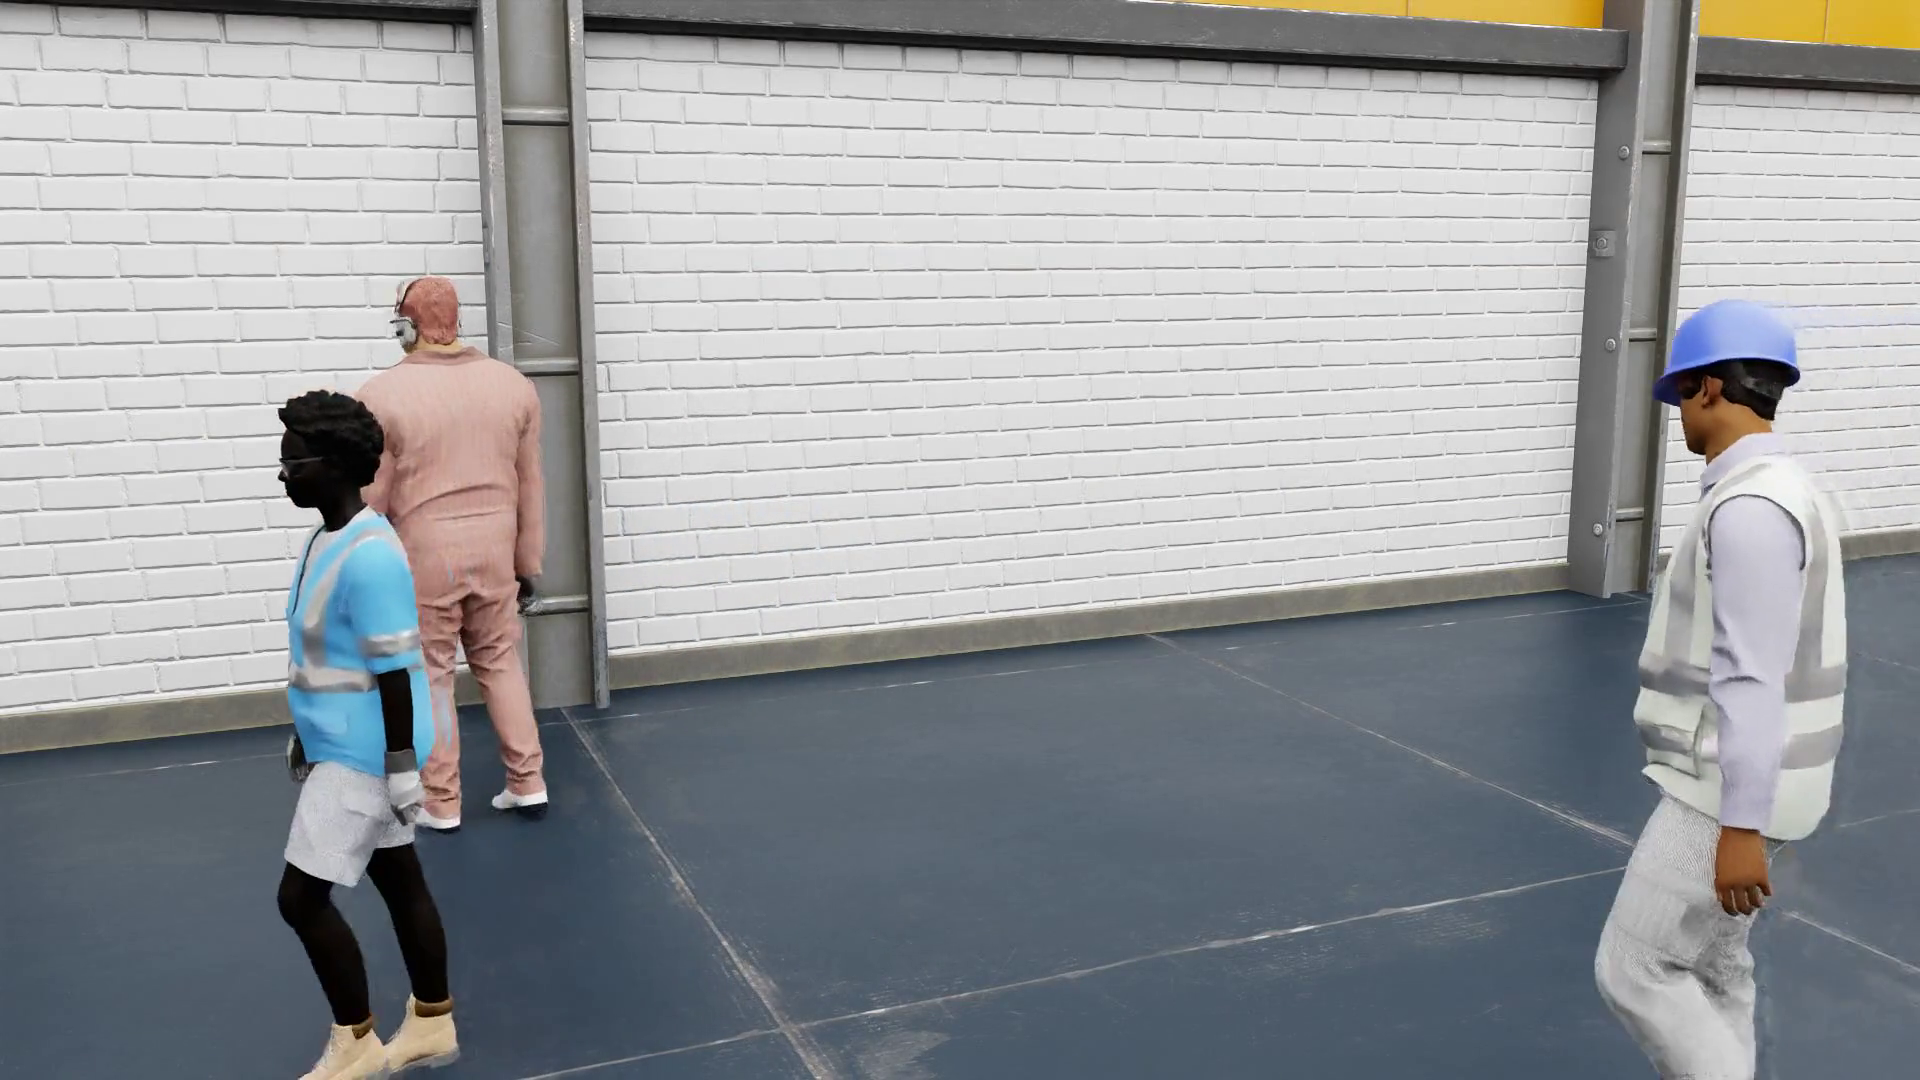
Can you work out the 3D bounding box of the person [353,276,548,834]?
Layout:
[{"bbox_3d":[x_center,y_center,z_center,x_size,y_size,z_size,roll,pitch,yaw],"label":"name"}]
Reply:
[{"bbox_3d":[-1.745,0.071,5.640,0.673,1.895,0.422,-10,14,-43],"label":"person"}]

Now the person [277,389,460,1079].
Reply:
[{"bbox_3d":[-1.465,0.492,3.872,0.569,1.671,0.546,-5,11,-26],"label":"person"}]

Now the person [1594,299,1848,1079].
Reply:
[{"bbox_3d":[1.510,0.484,3.309,0.414,1.902,0.662,5,11,25],"label":"person"}]
